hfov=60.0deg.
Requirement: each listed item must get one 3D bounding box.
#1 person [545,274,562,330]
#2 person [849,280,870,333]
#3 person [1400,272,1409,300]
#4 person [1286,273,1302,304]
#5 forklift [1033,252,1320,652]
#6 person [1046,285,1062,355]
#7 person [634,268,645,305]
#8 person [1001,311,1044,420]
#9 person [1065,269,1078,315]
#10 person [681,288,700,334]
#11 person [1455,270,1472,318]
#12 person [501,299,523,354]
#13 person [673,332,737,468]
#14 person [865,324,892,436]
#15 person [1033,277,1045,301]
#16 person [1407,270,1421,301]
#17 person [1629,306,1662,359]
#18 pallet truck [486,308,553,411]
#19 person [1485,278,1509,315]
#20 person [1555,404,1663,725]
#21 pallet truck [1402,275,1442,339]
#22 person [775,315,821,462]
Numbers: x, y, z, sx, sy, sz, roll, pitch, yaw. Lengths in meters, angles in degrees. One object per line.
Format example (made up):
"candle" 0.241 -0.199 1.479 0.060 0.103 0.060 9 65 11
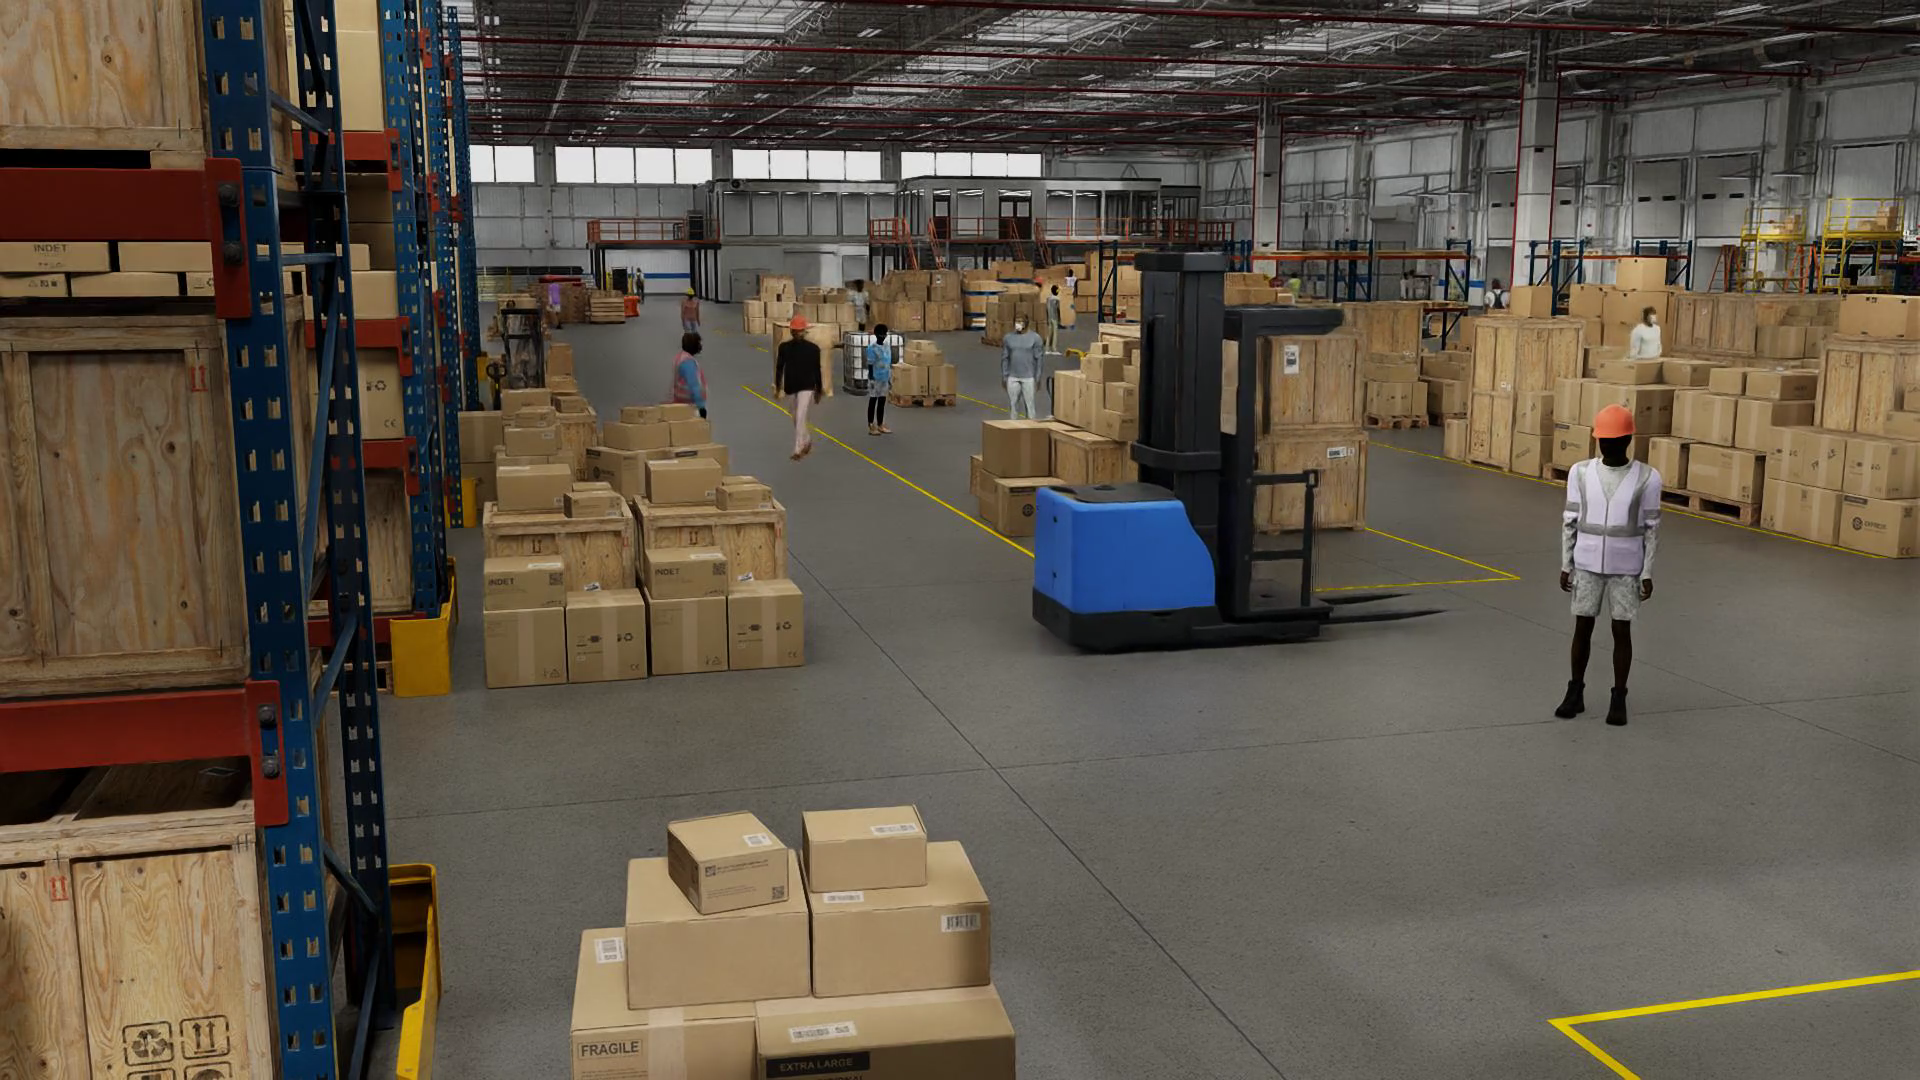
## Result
"person" -14.083 -8.228 57.505 0.685 1.900 0.599 5 11 28
"person" -2.920 -6.596 48.263 0.635 1.912 0.612 -5 11 -27
"person" 17.435 -9.596 65.435 0.785 1.844 0.542 -5 11 -26
"person" 13.652 -10.073 68.307 0.625 1.794 0.948 -4 11 -21
"forklift" 1.563 -0.697 12.123 1.873 2.768 1.129 -3 10 -15
"person" 2.491 -5.831 44.099 0.325 1.860 0.509 -9 13 -40
"person" -15.848 -12.548 82.277 0.507 1.799 0.801 0 10 -3
"person" 0.896 -2.338 24.079 0.631 1.938 0.362 4 11 23
"person" 4.612 -10.321 69.365 0.589 1.910 0.376 3 10 17
"person" -7.195 -5.854 44.479 0.533 1.767 0.326 -7 12 -34
"person" 20.249 -9.881 66.844 0.632 1.907 0.891 -4 11 -20
"person" -10.473 -4.803 38.881 0.525 1.639 0.307 -6 12 -31
"person" -3.239 -1.678 20.719 0.913 1.799 0.654 -1 10 -8
"person" -1.229 -2.444 25.360 0.322 1.696 0.530 7 12 34
"person" 2.580 -7.297 52.278 0.893 1.903 0.548 0 10 1
"person" 21.068 -11.647 77.213 0.743 1.794 0.830 -6 12 -31
"person" 11.053 -2.843 27.001 0.627 1.920 0.809 -7 12 -34
"pallet truck" -6.242 -2.418 24.362 0.823 1.965 1.885 1 10 3
"person" 14.845 -6.262 46.006 0.682 2.000 0.908 1 10 4
"person" 3.886 0.151 9.986 0.549 1.936 0.377 6 12 33
"pallet truck" 14.620 -7.324 52.145 0.823 1.965 1.885 8 13 40
"person" -2.154 -2.065 22.479 0.617 1.964 0.892 4 11 22
